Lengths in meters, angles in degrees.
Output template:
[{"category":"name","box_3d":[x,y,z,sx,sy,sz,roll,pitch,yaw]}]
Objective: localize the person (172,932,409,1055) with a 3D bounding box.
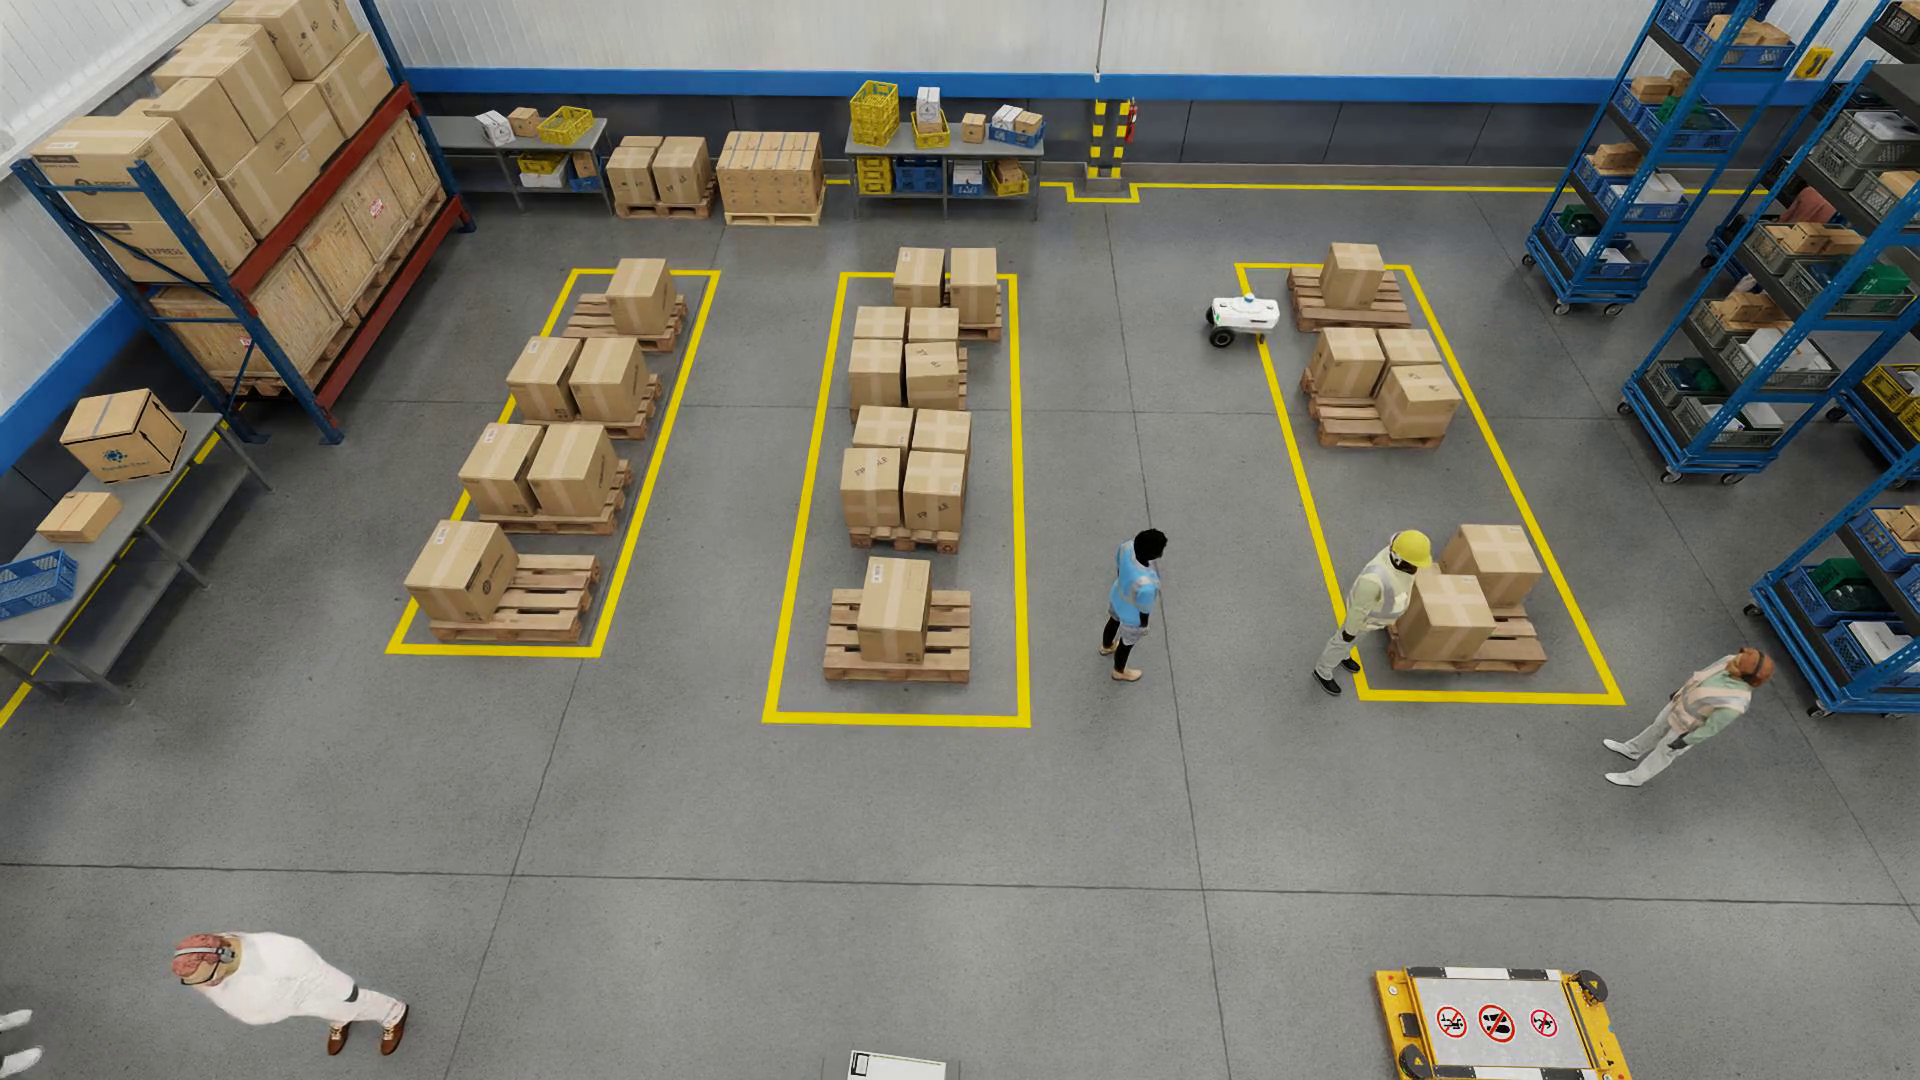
[{"category":"person","box_3d":[-3.851,2.625,5.289,0.650,1.900,0.401,1,51,1]}]

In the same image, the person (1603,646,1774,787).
[{"category":"person","box_3d":[5.195,1.271,6.554,0.308,1.641,0.517,18,53,14]}]

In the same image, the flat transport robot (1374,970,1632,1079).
[{"category":"flat transport robot","box_3d":[3.501,3.133,5.914,1.431,0.197,0.652,1,51,1]}]

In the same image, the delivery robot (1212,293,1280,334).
[{"category":"delivery robot","box_3d":[3.203,-2.542,10.299,0.707,0.478,0.477,4,51,3]}]

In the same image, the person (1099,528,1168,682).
[{"category":"person","box_3d":[1.340,0.505,7.145,0.320,1.692,0.531,-11,52,-9]}]

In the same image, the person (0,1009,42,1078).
[{"category":"person","box_3d":[-6.195,2.687,5.238,0.446,1.892,0.642,-14,52,-11]}]

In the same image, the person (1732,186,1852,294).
[{"category":"person","box_3d":[9.052,-3.155,9.947,0.412,1.983,0.619,-19,53,-15]}]

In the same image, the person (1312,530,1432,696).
[{"category":"person","box_3d":[3.162,0.538,7.028,0.602,1.830,0.404,-36,59,-25]}]
